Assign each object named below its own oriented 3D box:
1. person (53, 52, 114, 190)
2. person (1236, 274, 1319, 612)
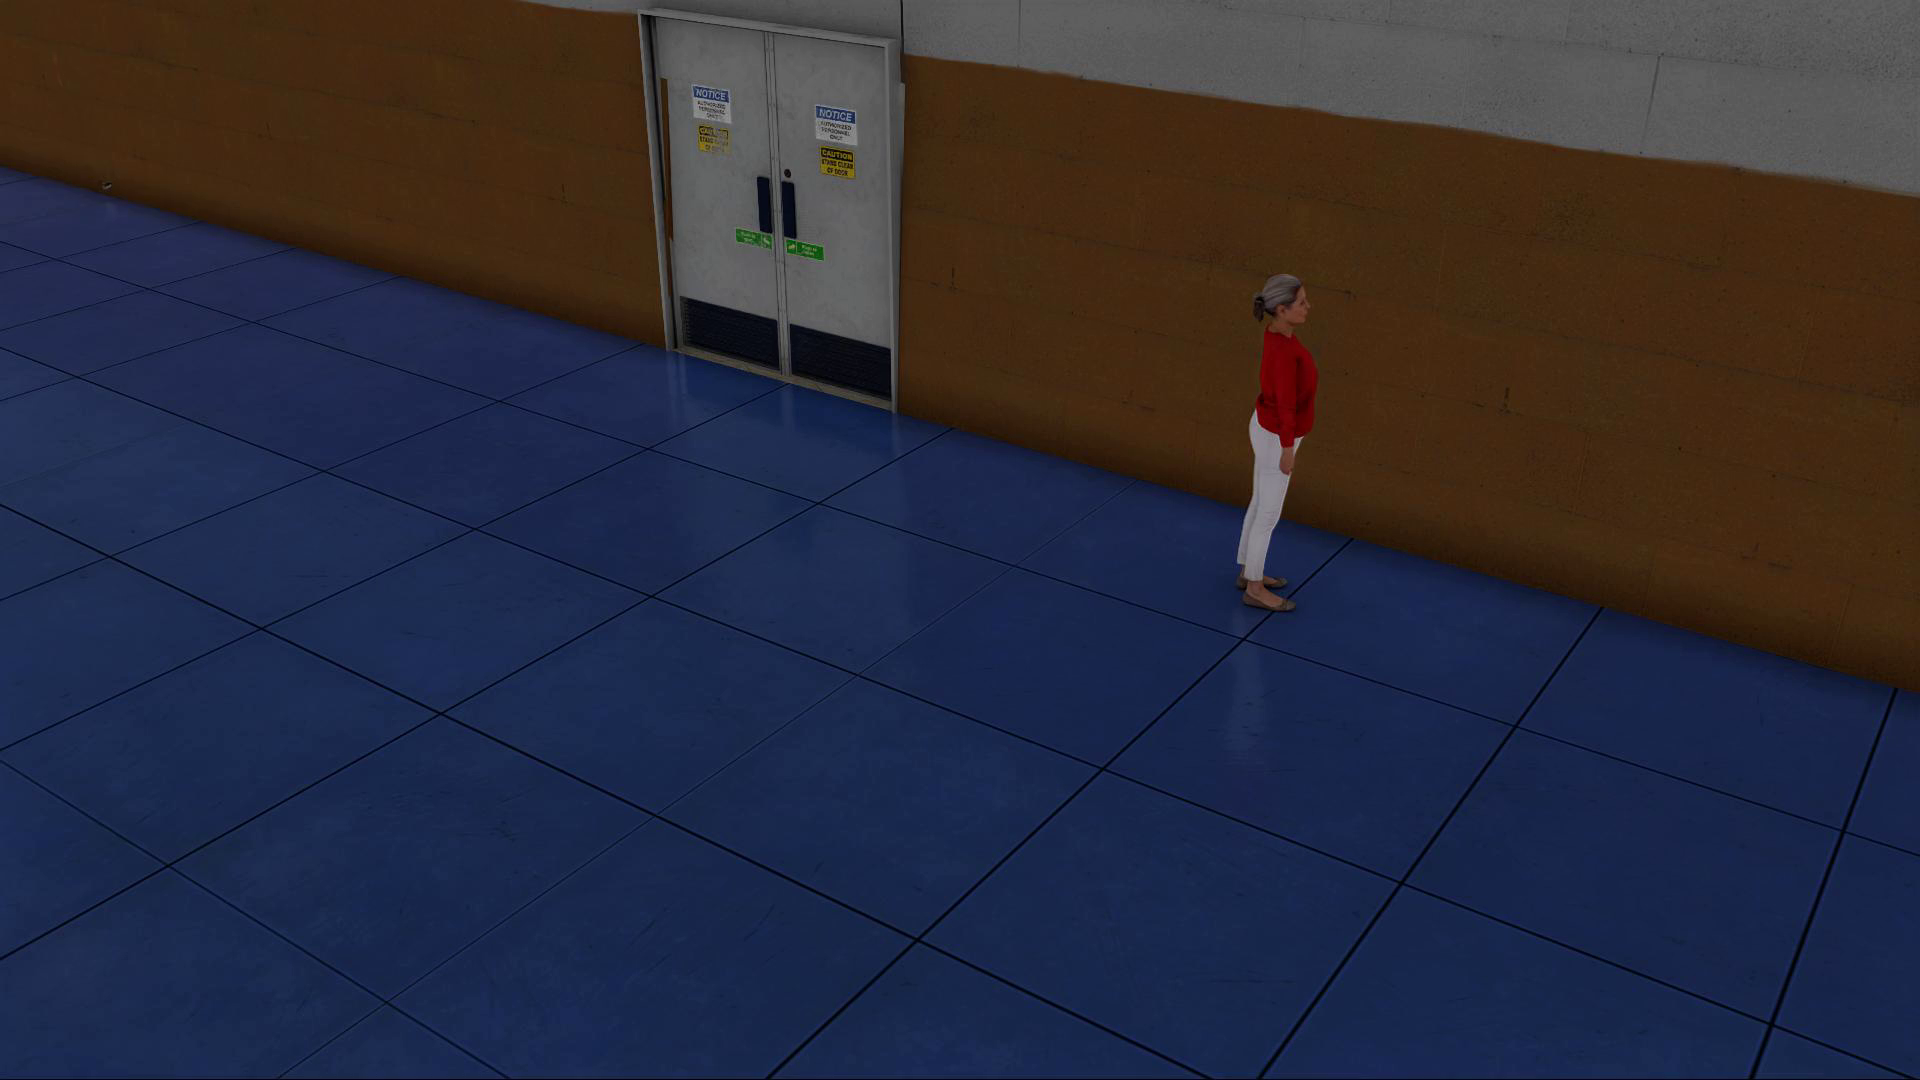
[{"bbox_3d":[-8.000,-4.003,15.218,1.011,1.523,0.735,-22,34,-37],"label":"person"},{"bbox_3d":[1.525,-0.475,8.072,0.712,1.694,0.631,1,27,2],"label":"person"}]
